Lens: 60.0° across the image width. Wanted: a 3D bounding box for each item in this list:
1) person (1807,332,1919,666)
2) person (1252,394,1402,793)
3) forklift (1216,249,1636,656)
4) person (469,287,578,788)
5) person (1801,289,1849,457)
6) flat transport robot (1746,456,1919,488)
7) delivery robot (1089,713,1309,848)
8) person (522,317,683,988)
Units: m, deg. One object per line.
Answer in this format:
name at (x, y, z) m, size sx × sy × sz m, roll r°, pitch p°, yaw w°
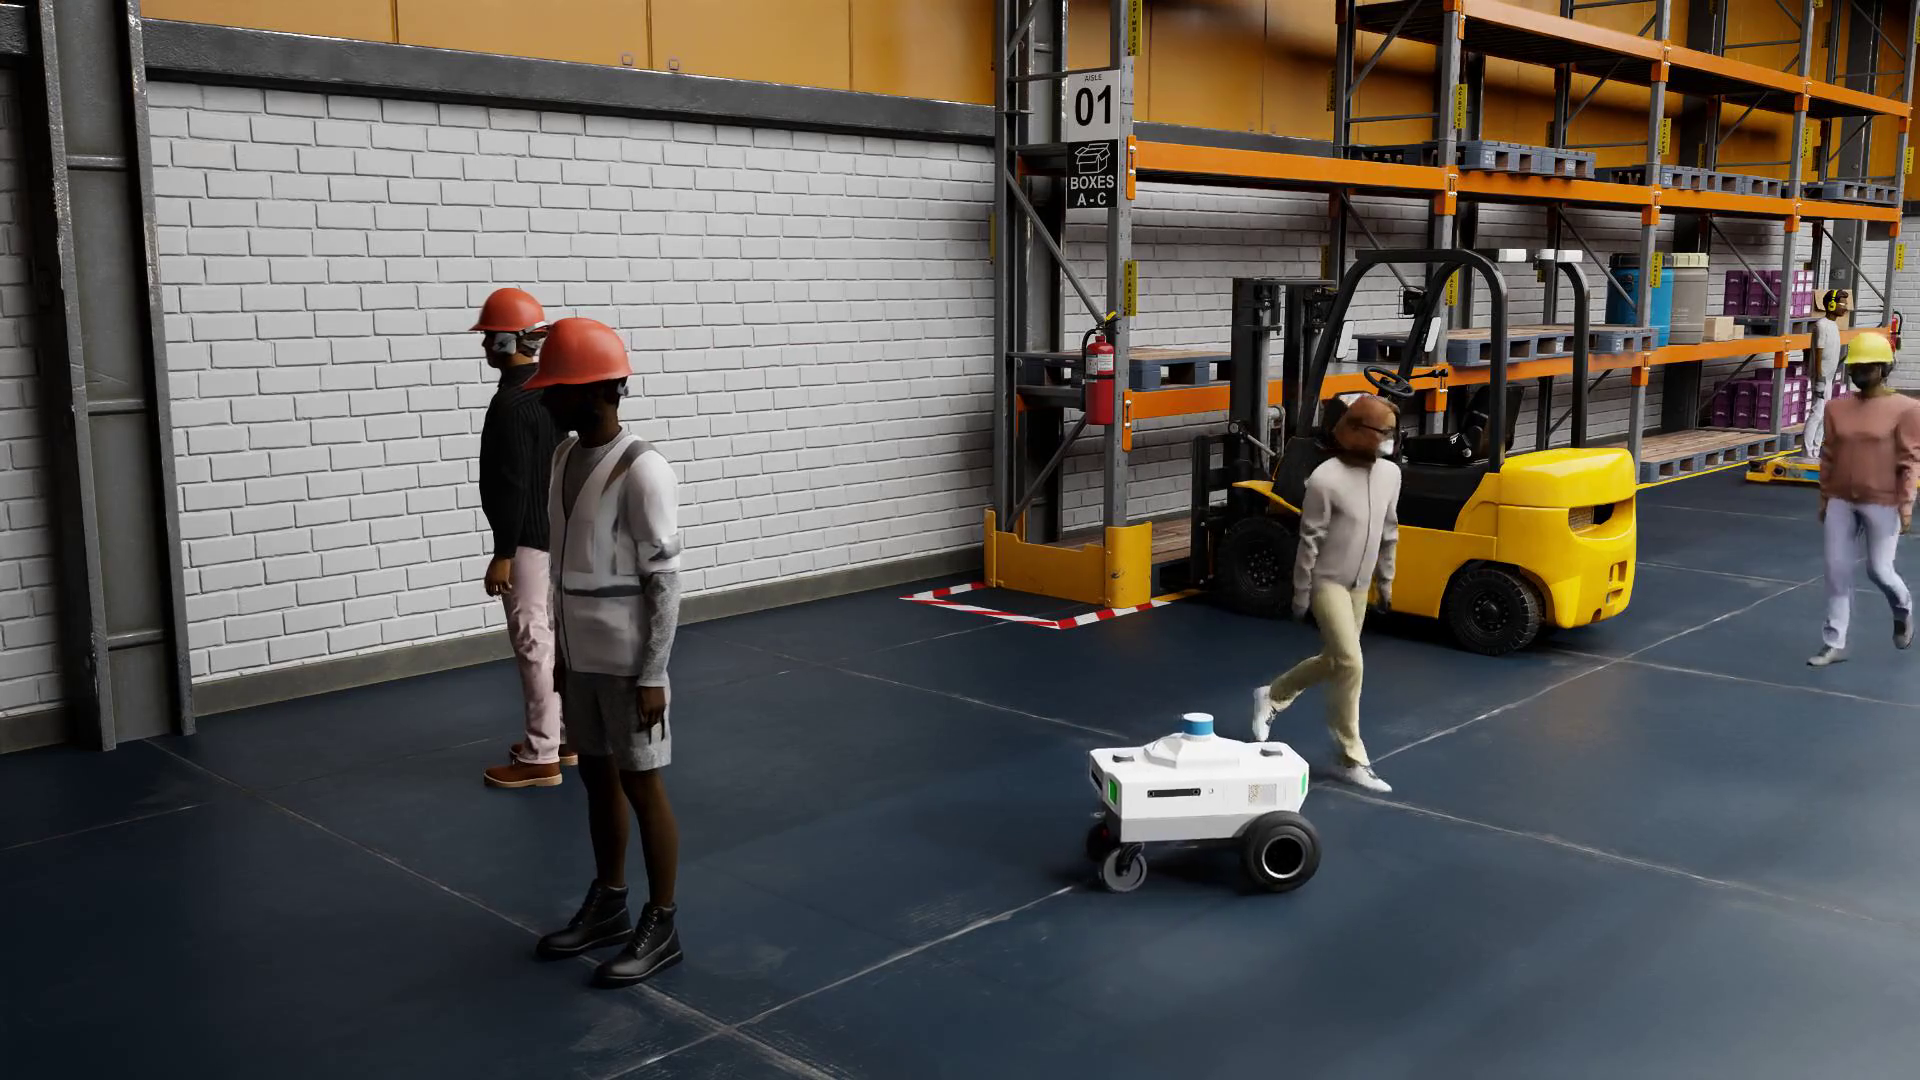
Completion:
person at (4.762, -0.213, 8.688) m, size 0.616 × 1.752 × 0.528 m, roll -6°, pitch 11°, yaw -34°
person at (1.498, 0.181, 6.809) m, size 0.510 × 1.594 × 0.735 m, roll -7°, pitch 12°, yaw -37°
forklift at (2.710, -0.584, 9.626) m, size 2.313 × 2.155 × 1.214 m, roll 9°, pitch 13°, yaw 43°
person at (-1.748, -0.007, 6.690) m, size 0.379 × 1.996 × 0.609 m, roll 1°, pitch 9°, yaw 6°
person at (8.965, -1.658, 17.241) m, size 0.322 × 1.860 × 0.517 m, roll 9°, pitch 13°, yaw 42°
flat transport robot at (8.363, -0.647, 15.892) m, size 1.431 × 0.197 × 0.652 m, roll 7°, pitch 12°, yaw 38°
delivery robot at (0.804, 0.833, 5.661) m, size 0.707 × 0.478 × 0.477 m, roll -1°, pitch 9°, yaw -7°
person at (-1.036, 0.328, 4.825) m, size 0.375 × 1.934 × 0.548 m, roll -9°, pitch 13°, yaw -43°
